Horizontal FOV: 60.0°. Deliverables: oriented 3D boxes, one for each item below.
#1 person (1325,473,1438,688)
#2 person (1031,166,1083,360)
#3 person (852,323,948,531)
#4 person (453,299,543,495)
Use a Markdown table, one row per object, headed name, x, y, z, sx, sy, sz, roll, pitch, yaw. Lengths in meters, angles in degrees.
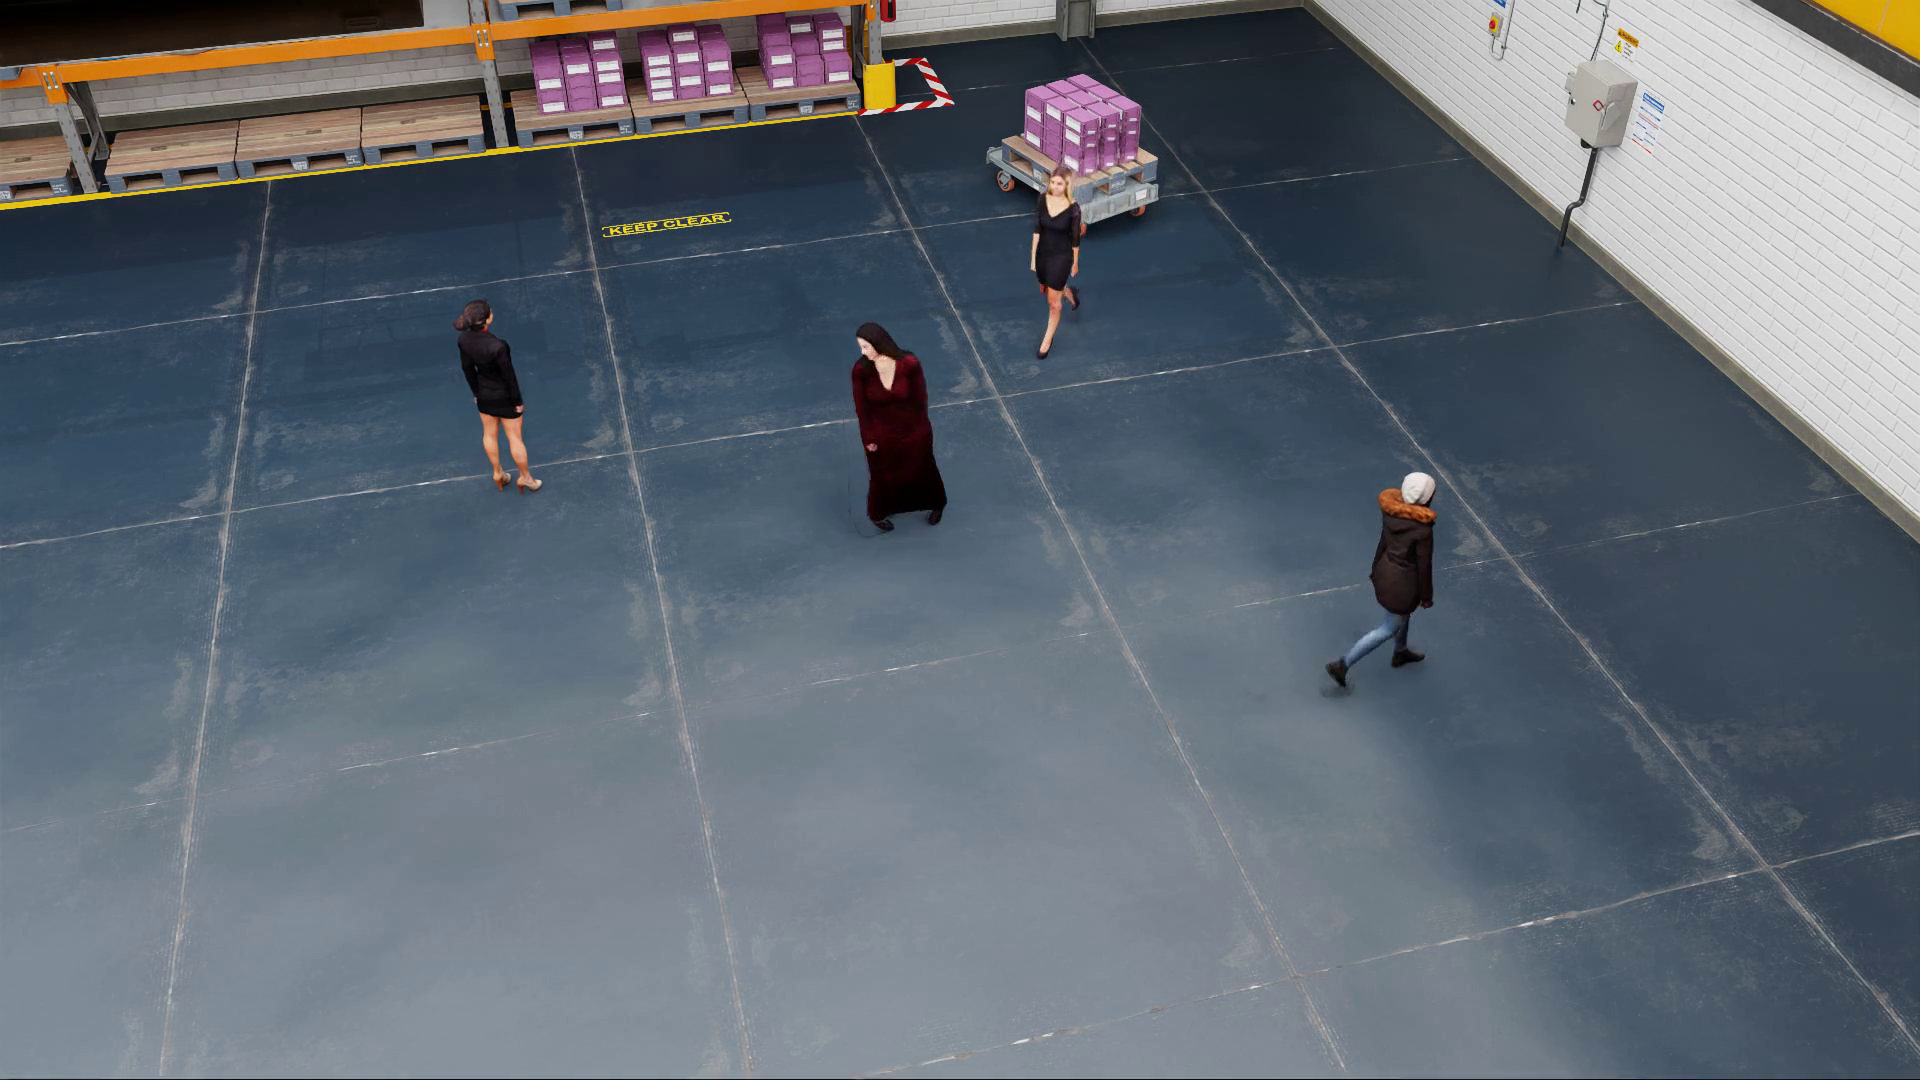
| name | x | y | z | sx | sy | sz | roll | pitch | yaw |
| --- | --- | --- | --- | --- | --- | --- | --- | --- | --- |
| person | 2.732 | 0.286 | 10.543 | 1.010 | 1.612 | 0.627 | -10 | 40 | -13 |
| person | 0.822 | -2.353 | 13.813 | 0.940 | 1.657 | 1.040 | 22 | 44 | 25 |
| person | -0.515 | -0.795 | 11.823 | 0.604 | 1.705 | 0.896 | -13 | 40 | -16 |
| person | -3.384 | -1.037 | 12.178 | 0.703 | 1.640 | 0.763 | 13 | 41 | 16 |
